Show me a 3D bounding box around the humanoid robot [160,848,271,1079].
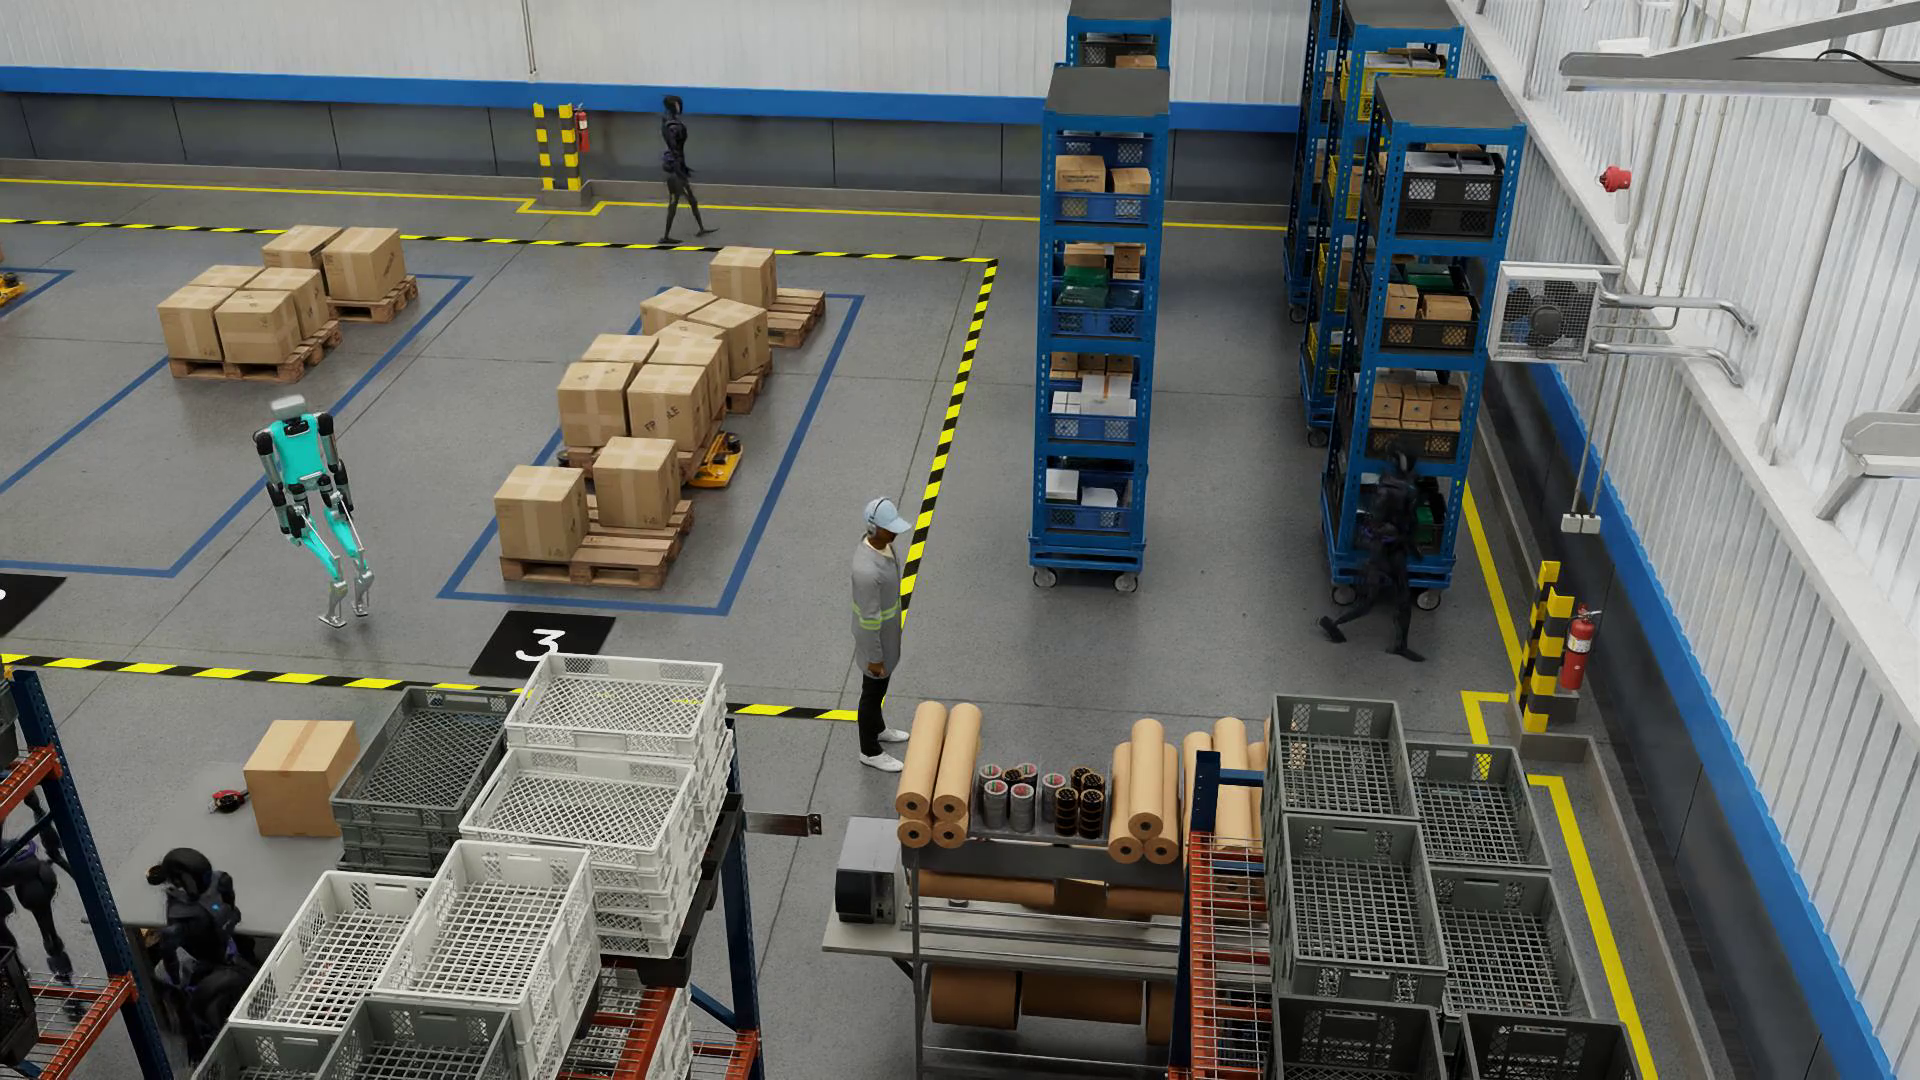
[{"bbox_3d":[-3.476,2.089,7.733,0.741,1.627,0.606,4,30,7],"label":"humanoid robot"}]

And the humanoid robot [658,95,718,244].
[{"bbox_3d":[-3.057,-4.074,18.284,0.658,1.635,0.601,-2,30,-4],"label":"humanoid robot"}]

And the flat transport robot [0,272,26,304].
[{"bbox_3d":[-10.476,-2.575,17.068,1.431,0.197,0.652,3,30,6],"label":"flat transport robot"}]

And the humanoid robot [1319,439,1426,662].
[{"bbox_3d":[2.868,0.048,11.219,0.707,1.636,0.589,24,38,35],"label":"humanoid robot"}]

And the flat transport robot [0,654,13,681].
[{"bbox_3d":[-7.142,0.969,11.010,1.431,0.231,0.659,3,30,6],"label":"flat transport robot"}]

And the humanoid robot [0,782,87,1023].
[{"bbox_3d":[-4.831,1.693,8.408,0.609,1.622,0.785,-25,39,-36],"label":"humanoid robot"}]

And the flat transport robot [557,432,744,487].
[{"bbox_3d":[-2.580,-0.709,13.863,1.431,0.197,0.652,3,30,6],"label":"flat transport robot"}]

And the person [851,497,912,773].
[{"bbox_3d":[-0.466,0.558,10.141,0.385,1.849,0.596,3,30,5],"label":"person"}]

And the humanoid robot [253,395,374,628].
[{"bbox_3d":[-4.315,-0.138,11.322,0.533,1.672,0.735,-24,38,-35],"label":"humanoid robot"}]

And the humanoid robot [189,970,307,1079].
[{"bbox_3d":[-2.902,2.431,7.108,0.588,1.632,0.614,21,36,32],"label":"humanoid robot"}]
